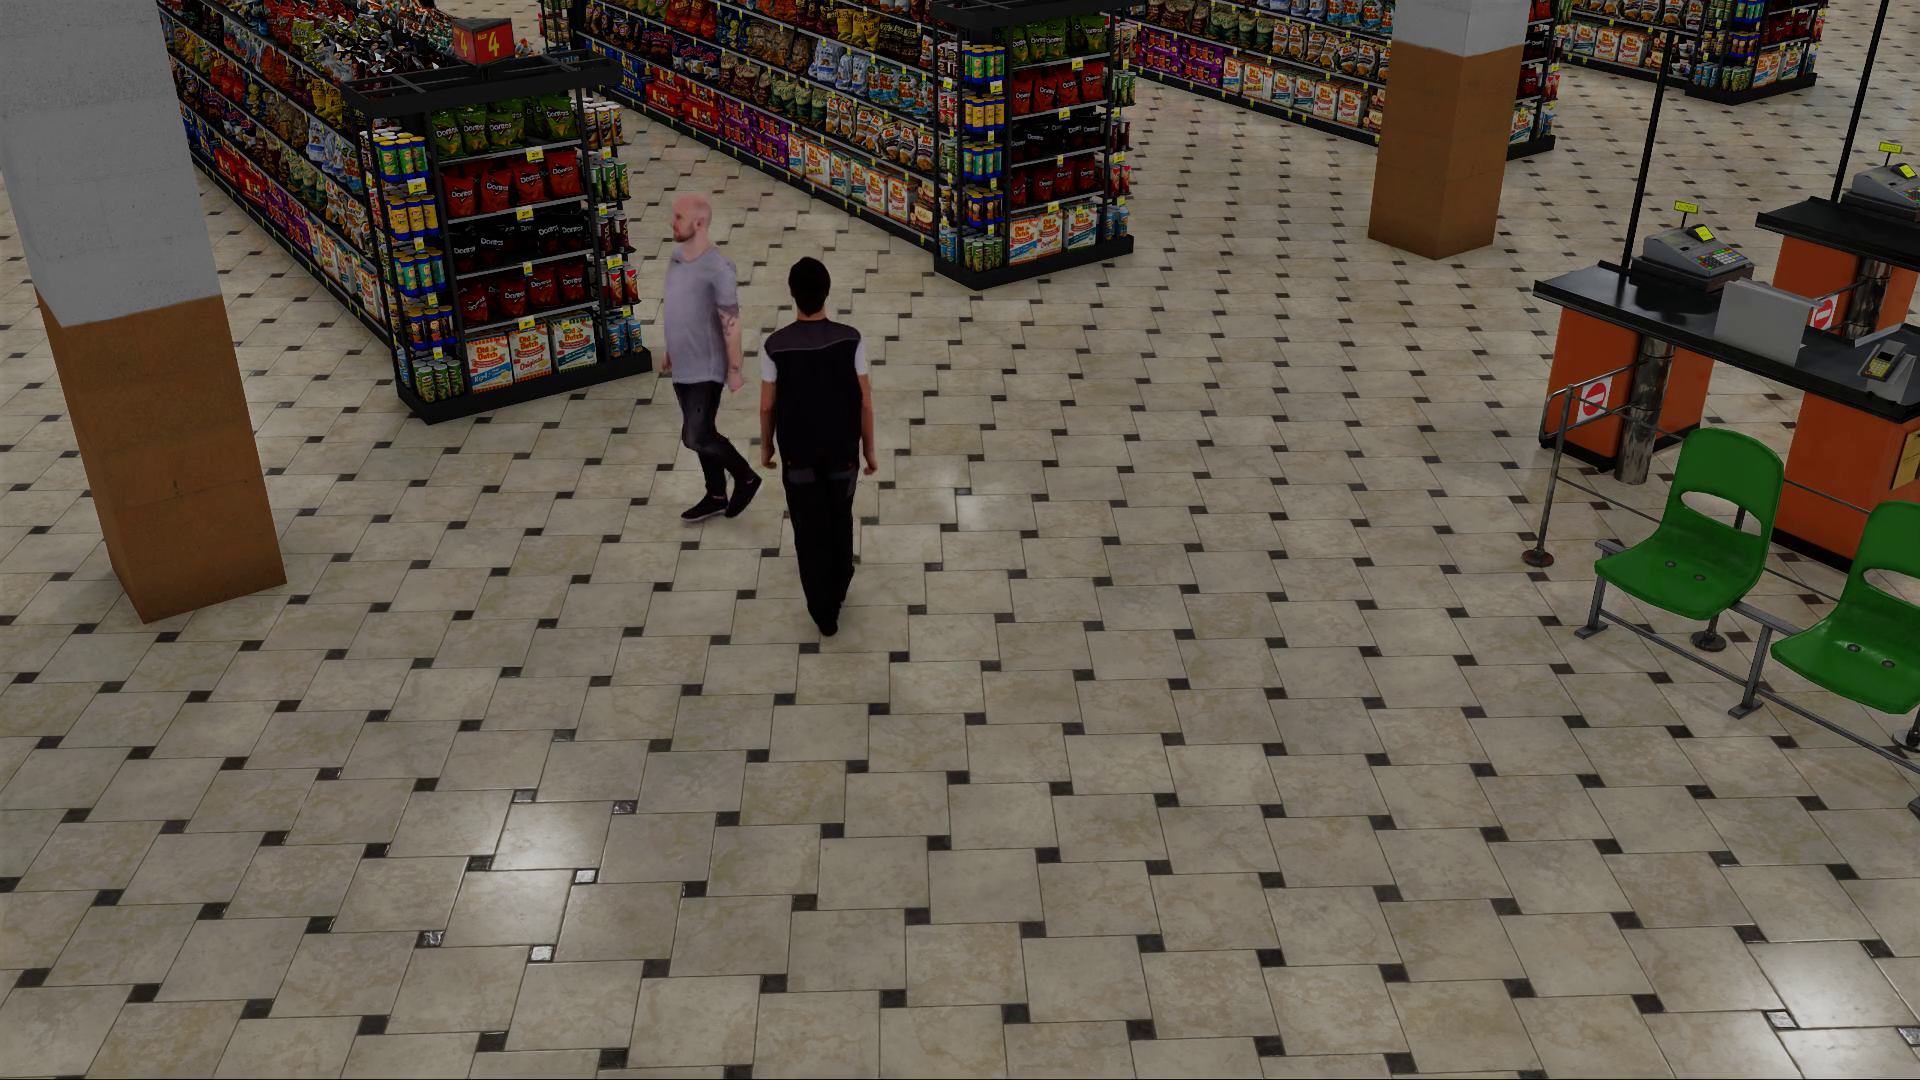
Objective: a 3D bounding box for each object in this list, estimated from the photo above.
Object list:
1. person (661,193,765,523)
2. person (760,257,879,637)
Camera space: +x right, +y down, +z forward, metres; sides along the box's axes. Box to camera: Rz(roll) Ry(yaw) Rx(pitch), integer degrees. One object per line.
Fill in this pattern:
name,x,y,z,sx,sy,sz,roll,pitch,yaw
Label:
person,-1.289,-0.942,8.761,0.729,1.823,0.620,-18,33,-30
person,-0.640,-0.375,7.708,0.828,1.836,0.886,-6,29,-11
